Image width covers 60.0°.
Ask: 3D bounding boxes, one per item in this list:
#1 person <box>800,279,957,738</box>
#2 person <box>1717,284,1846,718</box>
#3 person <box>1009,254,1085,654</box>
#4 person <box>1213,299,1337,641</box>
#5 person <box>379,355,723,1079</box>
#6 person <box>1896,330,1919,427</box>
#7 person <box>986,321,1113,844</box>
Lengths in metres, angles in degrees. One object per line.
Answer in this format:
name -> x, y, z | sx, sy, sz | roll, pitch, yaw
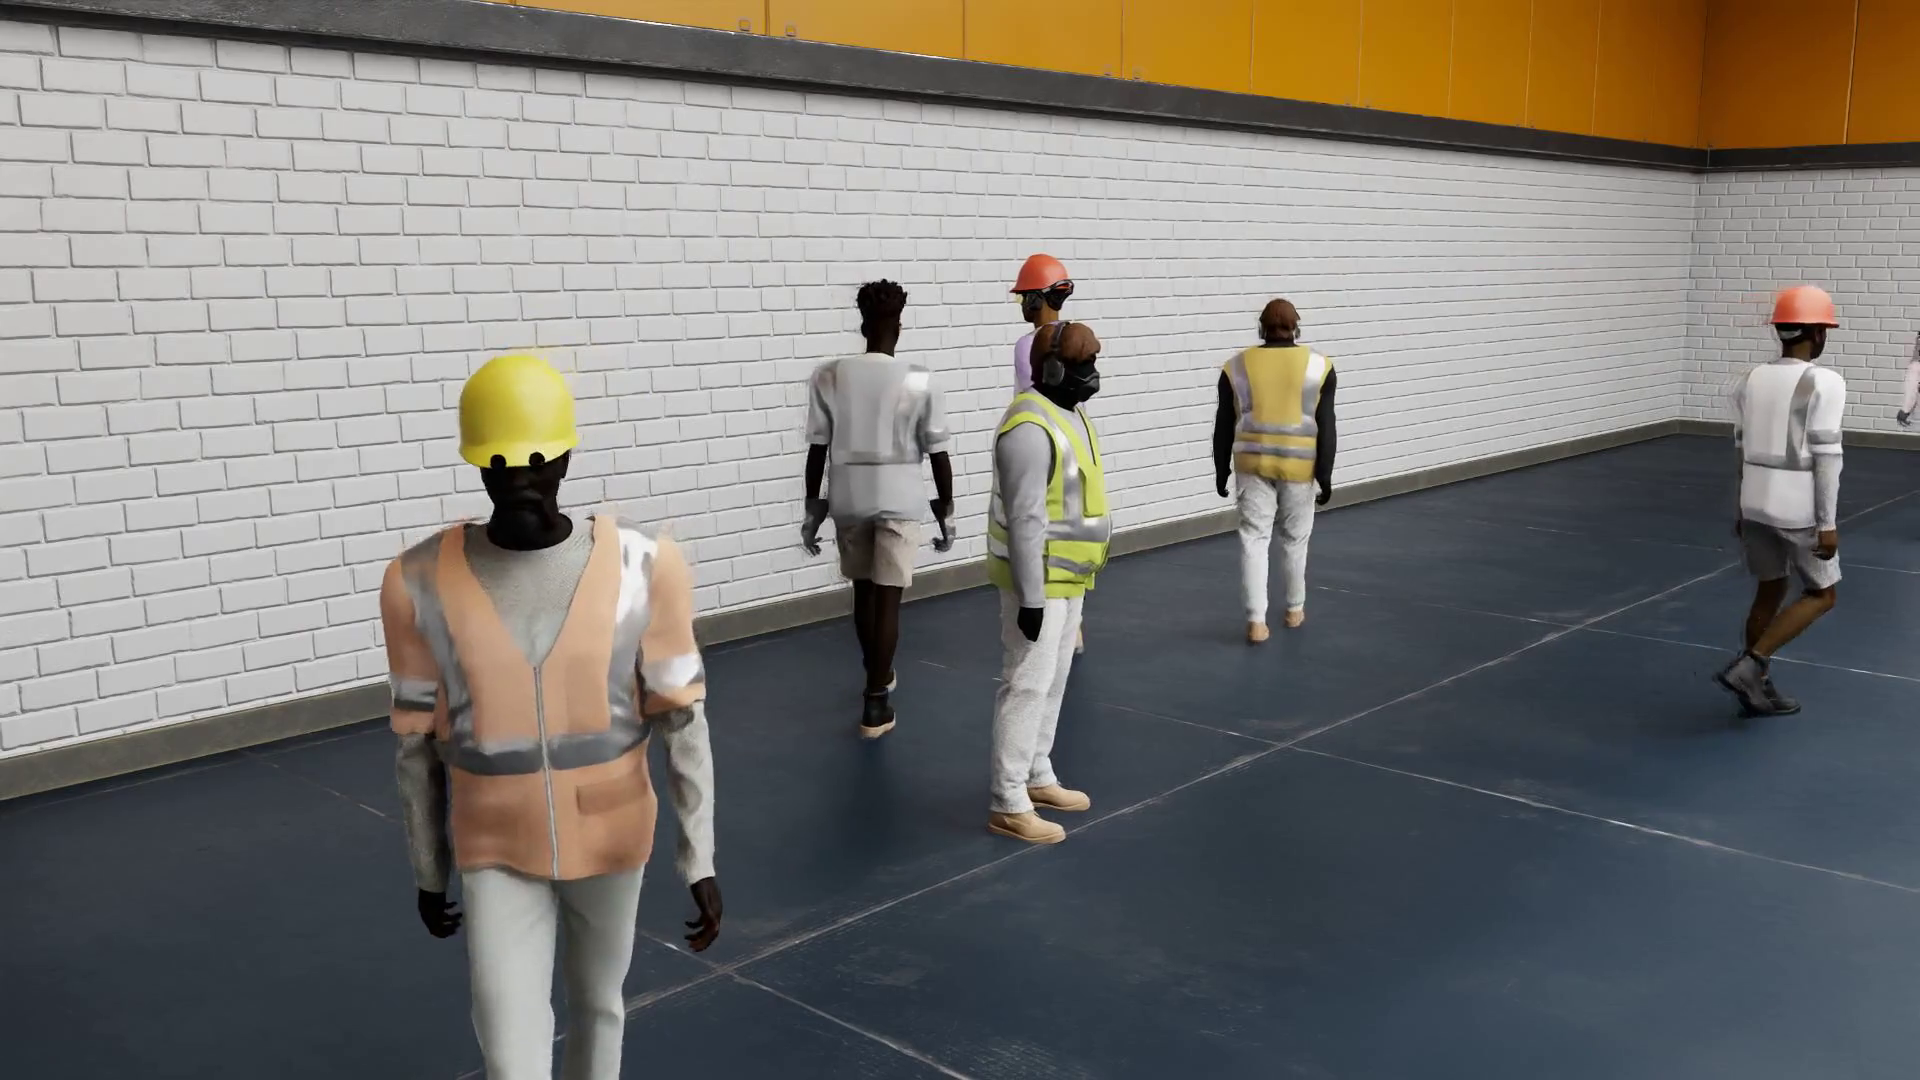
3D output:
person -> -0.318, -0.165, 7.302 | 0.642, 1.932, 0.888 | 3, 10, 15
person -> 3.564, -0.140, 7.220 | 0.466, 1.918, 0.563 | -3, 11, -19
person -> 0.417, -0.396, 8.346 | 0.396, 2.035, 0.611 | 6, 12, 31
person -> 1.685, -0.379, 8.909 | 0.648, 1.821, 0.714 | 3, 10, 14
person -> -0.784, 0.585, 3.215 | 0.609, 1.872, 0.986 | -2, 10, -13
person -> 7.132, -0.947, 11.962 | 0.662, 1.863, 0.943 | 3, 10, 15
person -> 0.321, 0.144, 5.893 | 0.432, 1.830, 0.640 | 3, 11, 18
